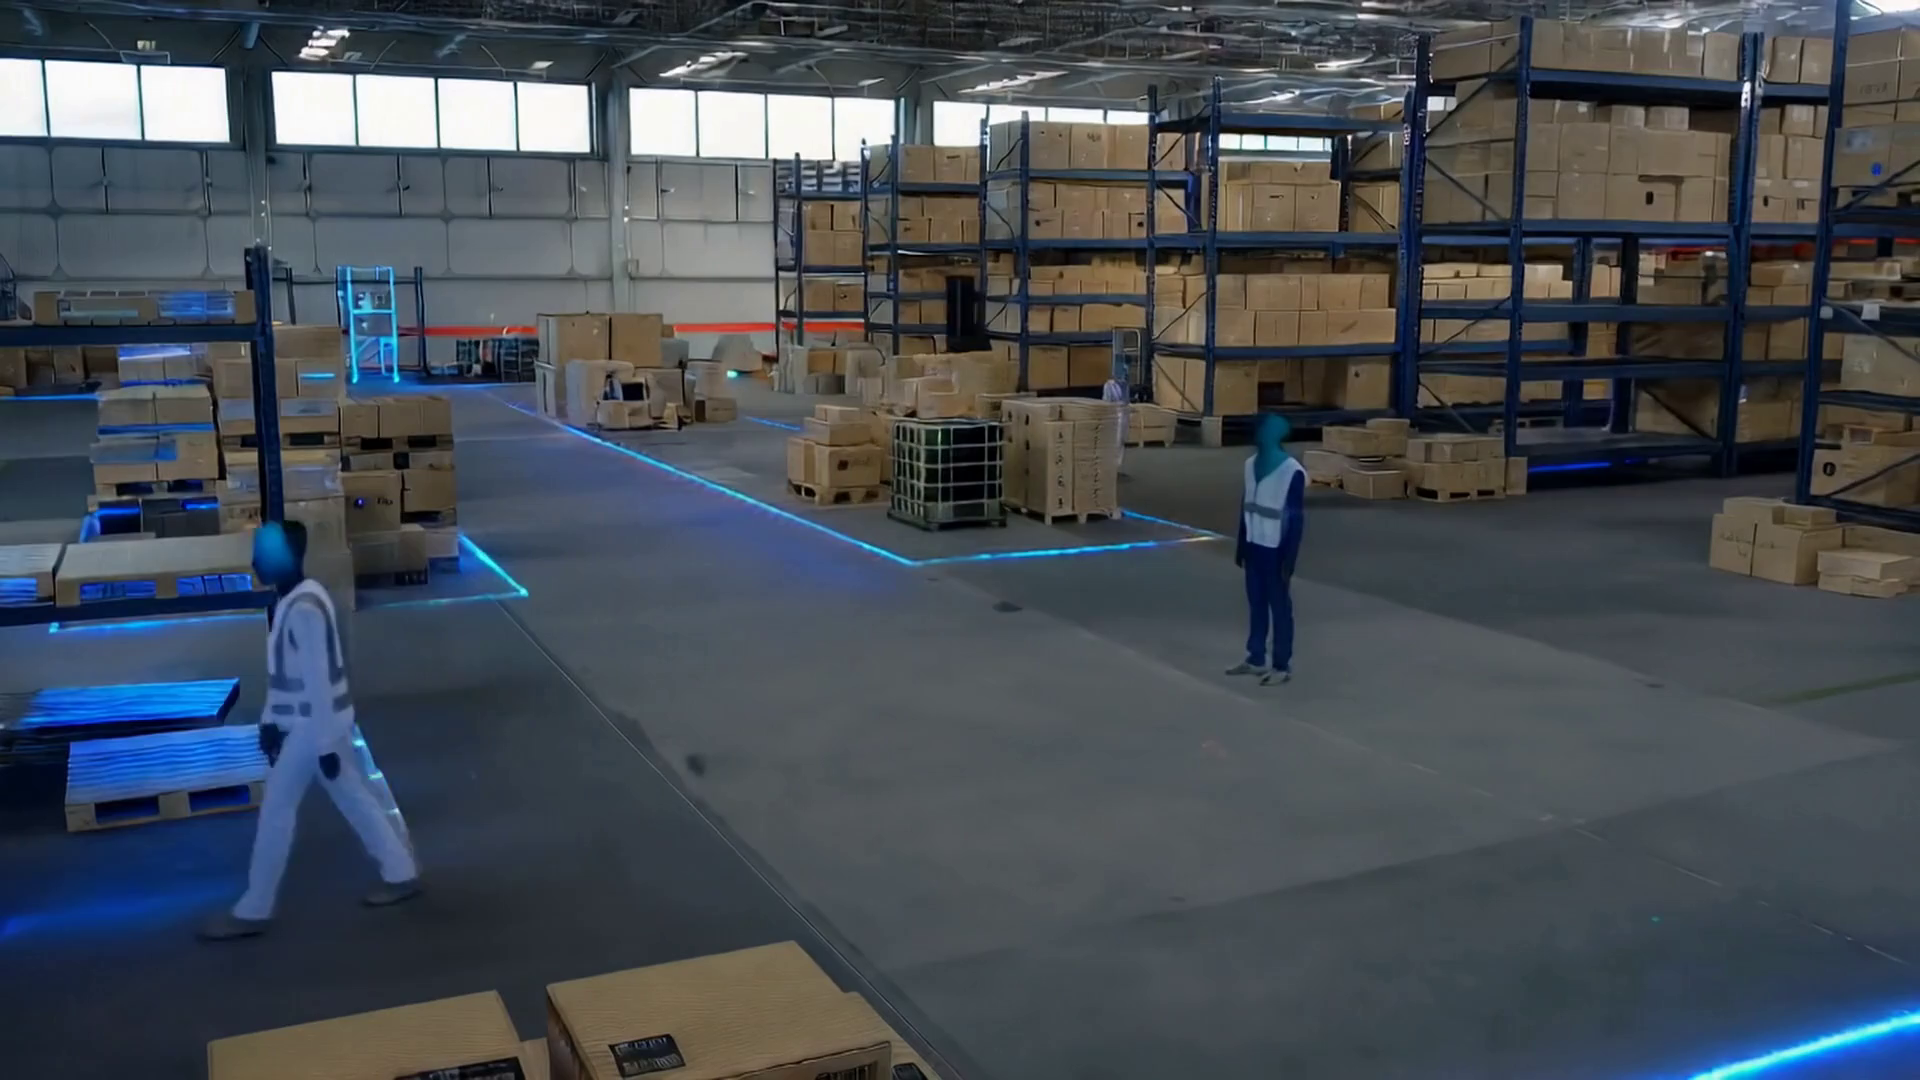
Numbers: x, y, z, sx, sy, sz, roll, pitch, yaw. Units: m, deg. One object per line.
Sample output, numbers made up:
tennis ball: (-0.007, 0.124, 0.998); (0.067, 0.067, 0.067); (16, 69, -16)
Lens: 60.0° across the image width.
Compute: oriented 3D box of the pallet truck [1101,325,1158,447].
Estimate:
pallet truck: (2.881, -2.596, 27.923); (0.823, 1.965, 1.885); (-1, 9, -7)

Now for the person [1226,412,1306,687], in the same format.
person: (2.176, 0.058, 11.698); (0.392, 1.922, 0.592); (-6, 11, -32)

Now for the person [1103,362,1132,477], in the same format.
person: (2.200, -1.676, 23.328); (0.513, 1.639, 0.311); (-7, 12, -39)

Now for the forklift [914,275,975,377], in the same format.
forklift: (-0.010, -4.470, 36.822); (1.873, 2.768, 1.129); (-4, 10, -25)

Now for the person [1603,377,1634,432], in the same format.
person: (10.447, -2.228, 26.190); (0.779, 1.823, 0.625); (-4, 10, -23)

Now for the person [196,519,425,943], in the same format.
person: (-2.856, 0.811, 7.320); (0.951, 1.840, 0.582); (-3, 10, -19)
